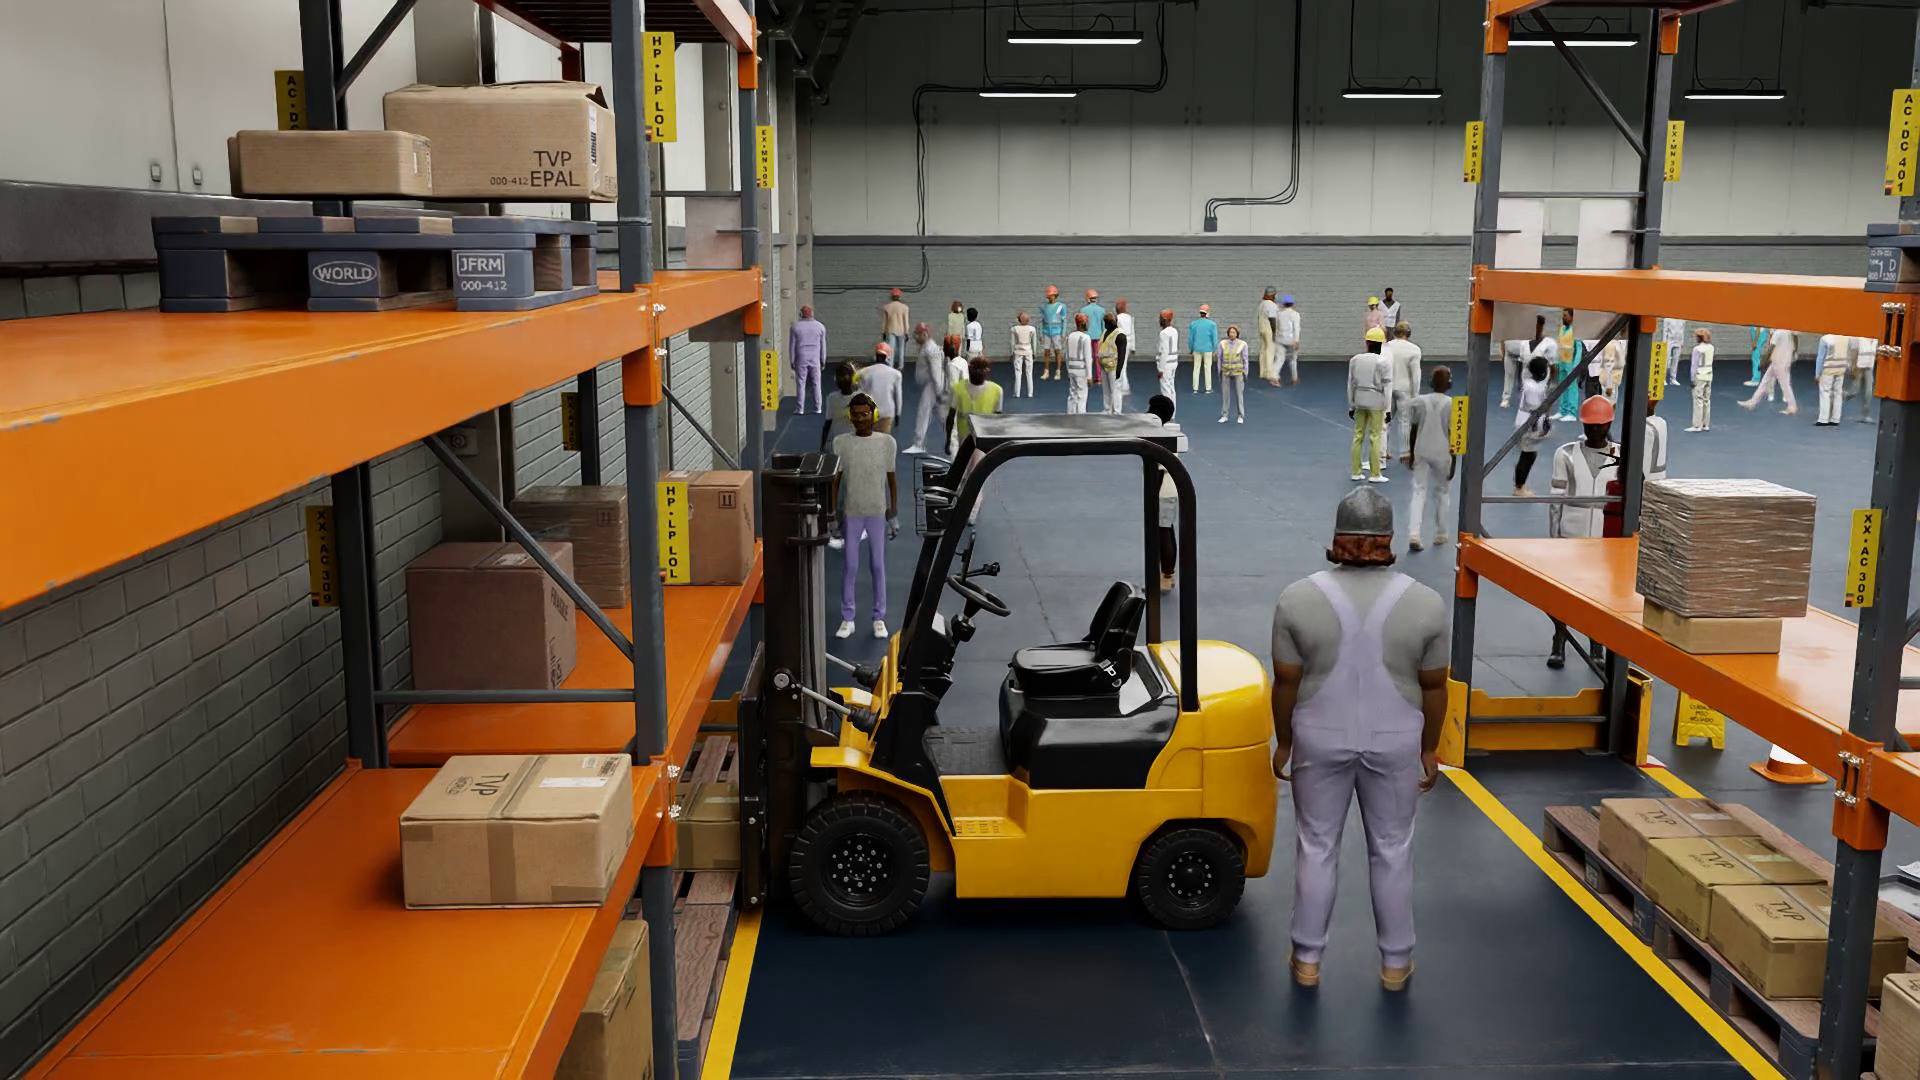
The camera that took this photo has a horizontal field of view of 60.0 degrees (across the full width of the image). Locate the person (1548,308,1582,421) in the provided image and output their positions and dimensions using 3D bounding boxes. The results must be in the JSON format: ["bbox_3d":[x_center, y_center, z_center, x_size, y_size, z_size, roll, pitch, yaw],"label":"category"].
[{"bbox_3d":[10.189,-2.944,27.803,0.398,1.920,0.590,-2,10,-10],"label":"person"}]

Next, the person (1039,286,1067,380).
[{"bbox_3d":[1.990,-4.471,35.960,0.615,2.041,0.391,5,11,24],"label":"person"}]

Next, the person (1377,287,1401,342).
[{"bbox_3d":[10.104,-5.013,39.339,0.595,1.918,0.388,2,10,9],"label":"person"}]

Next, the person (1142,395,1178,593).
[{"bbox_3d":[1.723,-0.393,14.207,0.322,1.696,0.536,3,11,18],"label":"person"}]

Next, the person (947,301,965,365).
[{"bbox_3d":[-0.094,-4.680,38.289,0.501,1.628,0.287,-10,14,-43],"label":"person"}]

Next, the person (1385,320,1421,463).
[{"bbox_3d":[5.946,-2.007,22.567,0.628,1.930,0.368,10,14,44],"label":"person"}]

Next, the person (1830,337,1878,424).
[{"bbox_3d":[14.903,-2.845,27.570,0.579,1.804,0.736,-4,11,-22],"label":"person"}]

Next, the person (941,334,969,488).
[{"bbox_3d":[-0.057,-1.568,20.265,0.356,1.877,0.577,3,11,16],"label":"person"}]

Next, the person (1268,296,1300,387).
[{"bbox_3d":[6.747,-4.096,34.368,0.640,1.884,0.961,8,13,38],"label":"person"}]

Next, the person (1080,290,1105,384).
[{"bbox_3d":[2.772,-4.269,35.019,0.608,1.987,0.410,-4,11,-24],"label":"person"}]

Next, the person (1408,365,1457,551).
[{"bbox_3d":[4.588,-0.794,16.159,0.530,1.812,0.935,5,11,27],"label":"person"}]

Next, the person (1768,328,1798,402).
[{"bbox_3d":[15.446,-3.525,31.218,0.522,1.860,0.319,7,12,34],"label":"person"}]

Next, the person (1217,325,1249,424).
[{"bbox_3d":[4.505,-2.731,27.436,0.527,1.630,0.319,5,12,28],"label":"person"}]

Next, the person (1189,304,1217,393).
[{"bbox_3d":[4.822,-3.786,32.951,0.574,1.749,0.337,4,11,21],"label":"person"}]

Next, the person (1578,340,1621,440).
[{"bbox_3d":[9.653,-2.465,25.125,0.596,1.921,0.386,0,10,0],"label":"person"}]

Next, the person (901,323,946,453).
[{"bbox_3d":[-0.359,-2.155,23.587,0.930,1.863,0.656,-1,10,-8],"label":"person"}]

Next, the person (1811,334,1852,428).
[{"bbox_3d":[14.027,-2.718,26.791,0.590,1.830,0.404,-3,10,-14],"label":"person"}]

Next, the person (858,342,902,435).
[{"bbox_3d":[-1.018,-1.627,20.972,0.577,1.728,0.421,-1,10,-7],"label":"person"}]

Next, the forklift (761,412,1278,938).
[{"bbox_3d":[0.291,0.548,7.580,2.313,2.155,1.214,0,10,-2],"label":"forklift"}]

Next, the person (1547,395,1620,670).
[{"bbox_3d":[4.399,-0.047,11.610,0.548,1.937,0.379,3,11,18],"label":"person"}]

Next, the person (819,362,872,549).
[{"bbox_3d":[-1.110,-0.847,16.395,0.494,1.822,0.986,7,12,32],"label":"person"}]

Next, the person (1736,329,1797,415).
[{"bbox_3d":[14.109,-3.073,28.877,1.003,1.784,0.515,6,12,30],"label":"person"}]

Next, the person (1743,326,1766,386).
[{"bbox_3d":[16.580,-4.123,34.610,0.353,1.837,0.511,5,12,28],"label":"person"}]

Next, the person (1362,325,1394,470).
[{"bbox_3d":[5.475,-1.875,21.883,0.403,1.906,0.652,3,11,16],"label":"person"}]

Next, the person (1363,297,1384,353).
[{"bbox_3d":[9.245,-4.566,37.284,0.334,1.760,0.523,-7,12,-34],"label":"person"}]

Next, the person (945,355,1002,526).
[{"bbox_3d":[0.161,-1.098,17.874,0.590,1.797,0.955,2,10,13],"label":"person"}]

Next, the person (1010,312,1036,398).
[{"bbox_3d":[1.213,-3.551,31.948,0.521,1.643,0.306,-1,10,-7],"label":"person"}]

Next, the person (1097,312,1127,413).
[{"bbox_3d":[2.469,-2.814,27.306,0.429,1.839,0.623,-5,11,-27],"label":"person"}]

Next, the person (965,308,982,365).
[{"bbox_3d":[0.265,-3.726,32.928,0.320,1.646,0.535,5,11,25],"label":"person"}]

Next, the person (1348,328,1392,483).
[{"bbox_3d":[5.119,-1.679,20.728,0.593,1.924,0.384,10,14,44],"label":"person"}]

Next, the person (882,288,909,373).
[{"bbox_3d":[-1.465,-4.696,37.494,0.629,1.954,1.004,1,10,5],"label":"person"}]

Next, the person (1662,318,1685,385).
[{"bbox_3d":[14.903,-4.098,34.725,0.492,1.740,0.319,-2,10,-13],"label":"person"}]

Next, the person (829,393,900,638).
[{"bbox_3d":[-0.720,-0.181,12.548,0.535,1.868,0.309,0,10,0],"label":"person"}]

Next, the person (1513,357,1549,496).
[{"bbox_3d":[6.629,-1.294,19.322,0.340,1.666,0.590,3,11,17],"label":"person"}]

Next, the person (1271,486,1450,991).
[{"bbox_3d":[1.590,0.783,6.697,0.688,2.000,0.536,2,10,10],"label":"person"}]

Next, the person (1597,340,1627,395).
[{"bbox_3d":[11.239,-2.980,28.834,0.557,1.614,0.369,2,10,10],"label":"person"}]

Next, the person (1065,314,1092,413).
[{"bbox_3d":[1.852,-2.553,25.723,0.349,1.882,0.577,-6,12,-30],"label":"person"}]

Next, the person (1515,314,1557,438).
[{"bbox_3d":[8.695,-2.442,25.017,0.976,1.926,0.613,-7,12,-34],"label":"person"}]

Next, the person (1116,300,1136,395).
[{"bbox_3d":[3.233,-3.782,32.694,0.620,1.855,0.634,-7,13,-36],"label":"person"}]

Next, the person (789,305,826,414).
[{"bbox_3d":[-2.646,-3.130,28.895,0.645,1.900,0.399,-3,11,-16],"label":"person"}]

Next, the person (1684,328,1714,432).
[{"bbox_3d":[11.664,-2.507,26.173,0.515,1.637,0.313,-7,13,-36],"label":"person"}]

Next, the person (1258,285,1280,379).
[{"bbox_3d":[6.815,-4.547,36.391,0.538,2.000,0.687,-2,10,-13],"label":"person"}]

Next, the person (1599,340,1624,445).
[{"bbox_3d":[9.510,-2.296,24.198,0.387,1.924,0.545,6,12,30],"label":"person"}]

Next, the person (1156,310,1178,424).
[{"bbox_3d":[3.369,-2.811,27.155,0.340,1.882,0.585,5,11,25],"label":"person"}]
